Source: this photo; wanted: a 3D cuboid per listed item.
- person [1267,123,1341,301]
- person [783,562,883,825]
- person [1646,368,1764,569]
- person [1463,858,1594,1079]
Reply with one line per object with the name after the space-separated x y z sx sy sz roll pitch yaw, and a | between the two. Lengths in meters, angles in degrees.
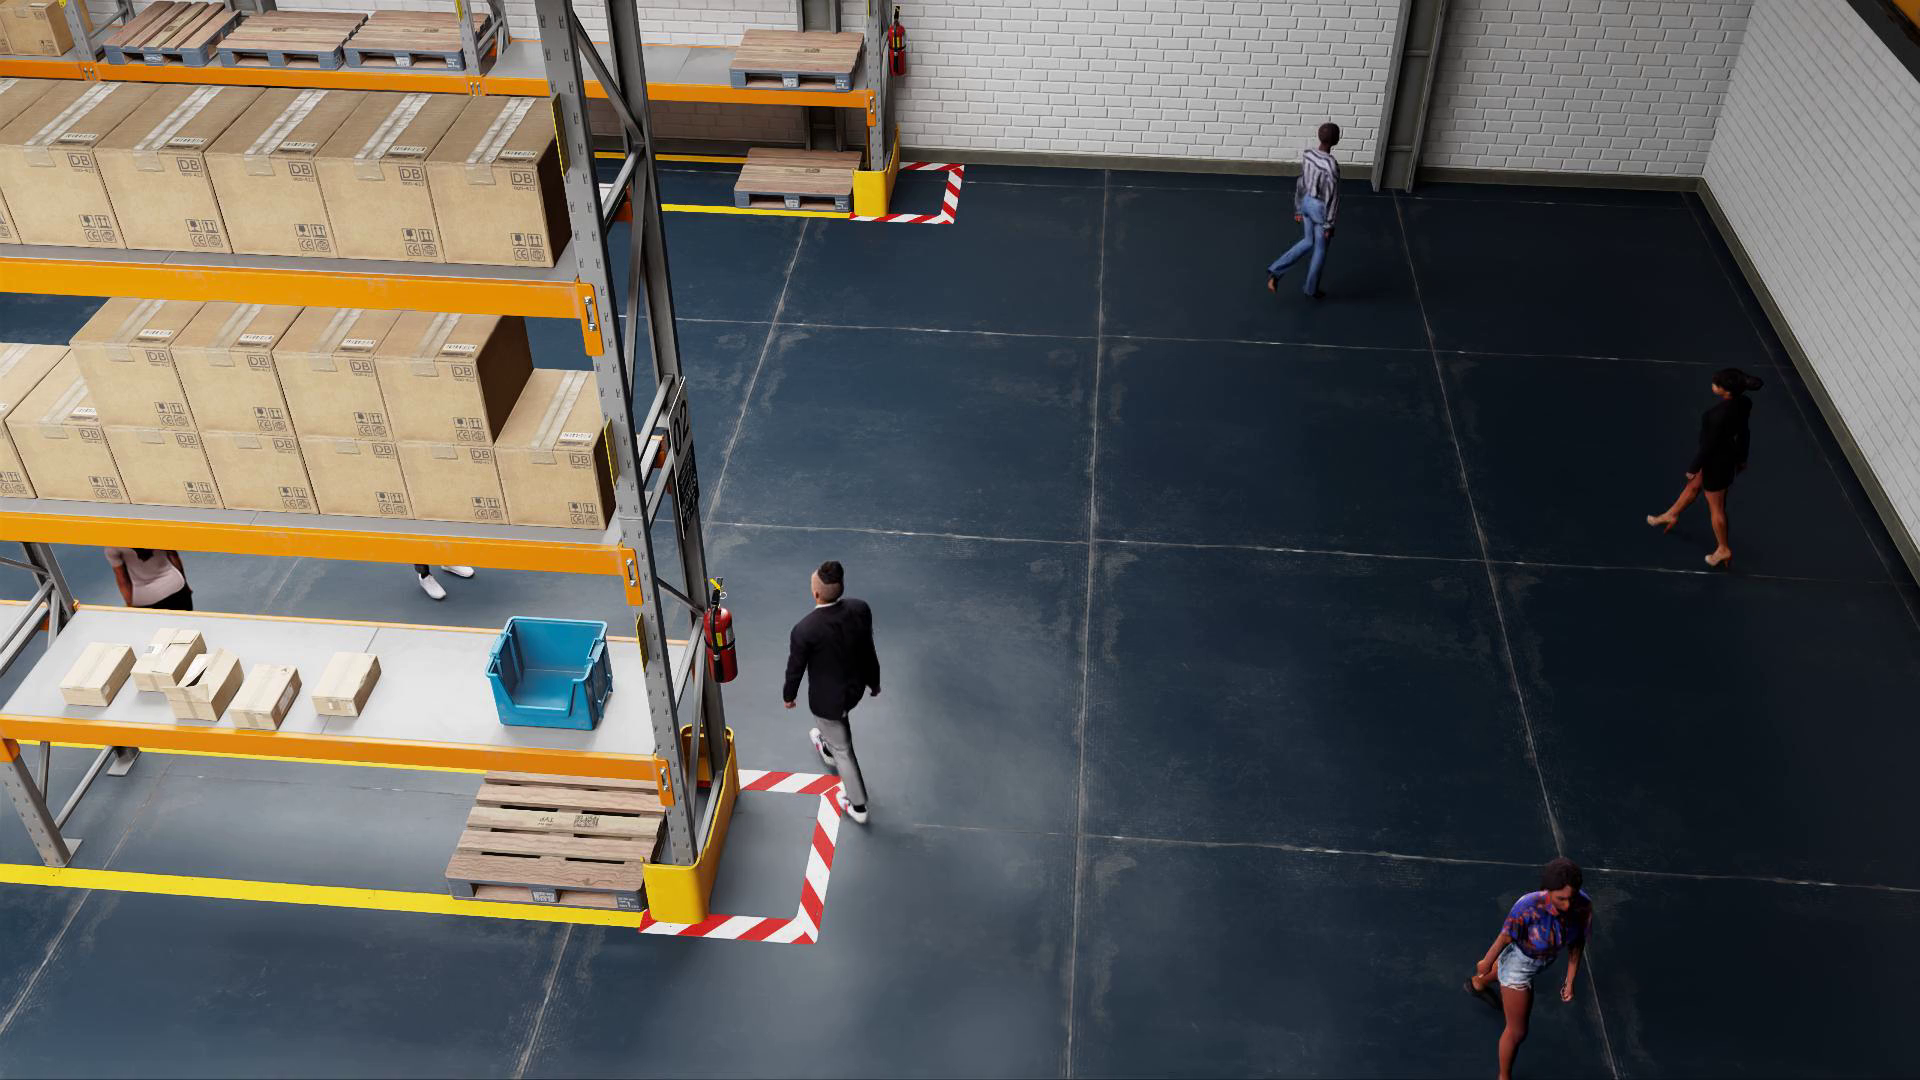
3.160 -2.914 15.053 1.000 1.779 0.882 -17 42 -20 | person
-0.687 0.957 10.092 1.132 1.920 1.177 -25 45 -28 | person
5.613 -0.495 12.168 0.933 1.598 1.022 -26 46 -29 | person
2.955 2.170 8.762 1.090 1.684 0.965 -14 41 -17 | person
